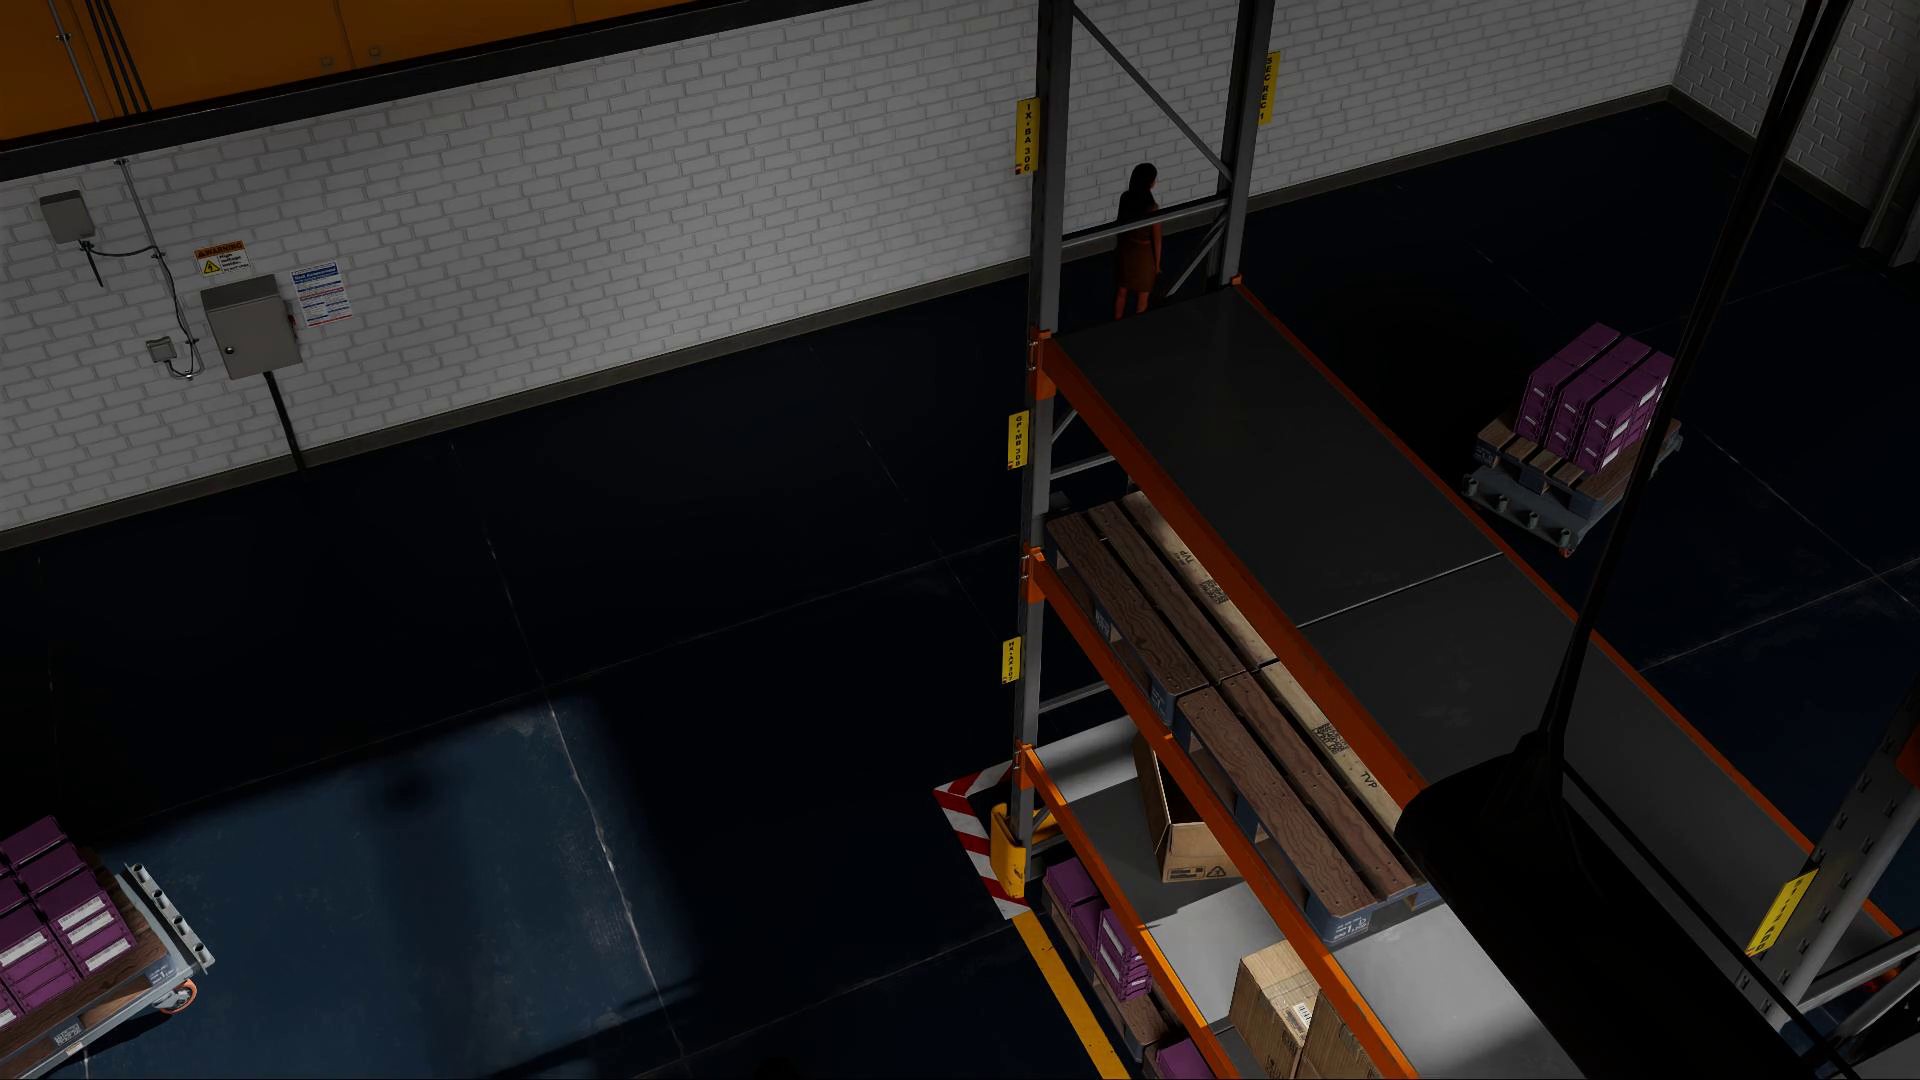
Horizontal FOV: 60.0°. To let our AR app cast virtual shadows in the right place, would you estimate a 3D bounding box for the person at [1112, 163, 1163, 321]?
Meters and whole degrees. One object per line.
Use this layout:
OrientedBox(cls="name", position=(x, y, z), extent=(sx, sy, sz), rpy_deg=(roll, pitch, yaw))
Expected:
OrientedBox(cls="person", position=(1.415, -2.270, 13.363), extent=(0.569, 1.688, 0.699), rpy_deg=(32, 52, 29))
